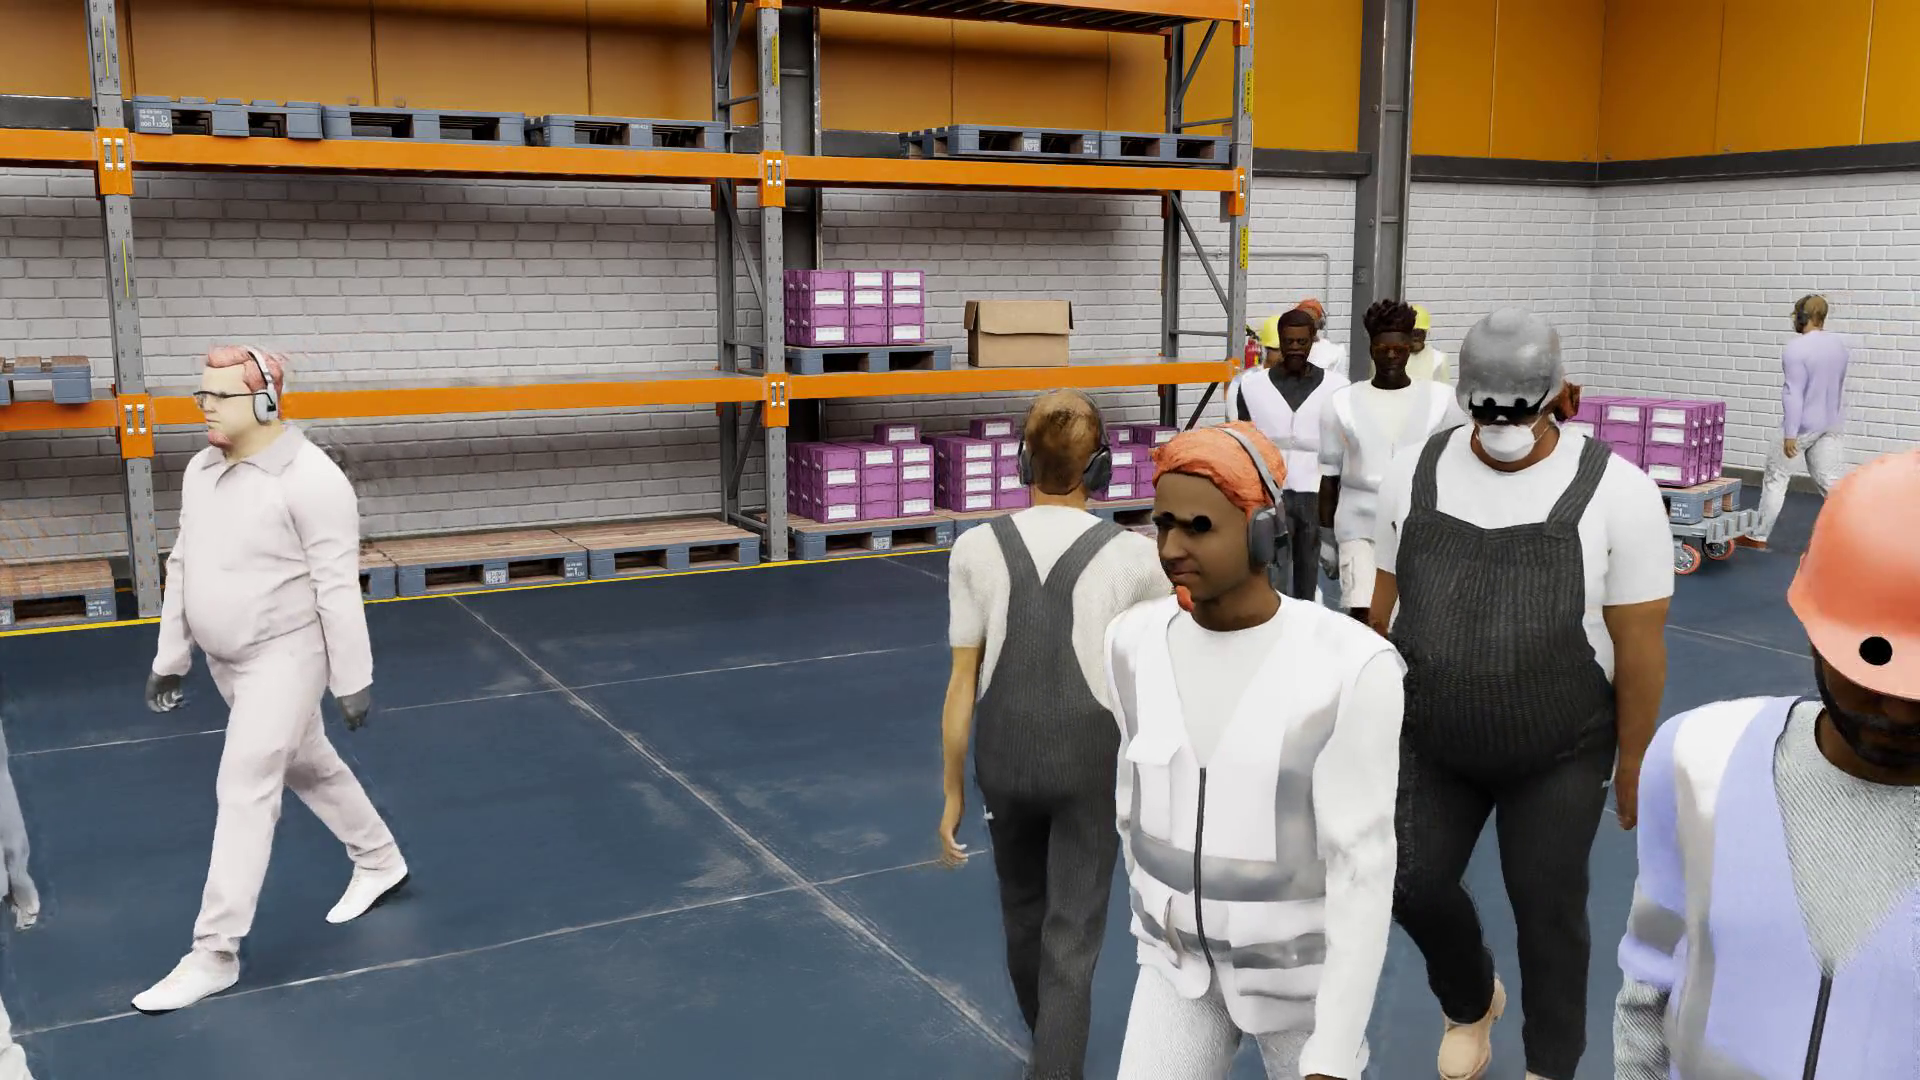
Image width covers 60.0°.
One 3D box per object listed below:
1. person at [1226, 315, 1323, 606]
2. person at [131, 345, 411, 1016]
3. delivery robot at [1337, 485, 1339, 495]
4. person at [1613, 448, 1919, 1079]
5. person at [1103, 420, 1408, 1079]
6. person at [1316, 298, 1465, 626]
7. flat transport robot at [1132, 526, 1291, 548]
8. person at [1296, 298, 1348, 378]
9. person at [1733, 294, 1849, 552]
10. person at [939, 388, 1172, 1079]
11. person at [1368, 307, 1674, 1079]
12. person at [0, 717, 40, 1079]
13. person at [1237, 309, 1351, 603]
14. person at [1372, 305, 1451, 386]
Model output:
[{"bbox_3d":[1.824,-0.358,9.389,0.599,1.793,0.869,-2,10,-12],"label":"person"},{"bbox_3d":[-2.050,0.346,4.950,0.648,1.859,1.006,7,11,35],"label":"person"},{"bbox_3d":[2.715,-0.385,13.058,0.707,0.478,0.477,-5,11,-30],"label":"delivery robot"},{"bbox_3d":[0.922,0.837,1.837,0.578,1.884,0.819,8,13,42],"label":"person"},{"bbox_3d":[0.490,0.713,2.785,0.583,1.842,0.981,7,12,37],"label":"person"},{"bbox_3d":[1.820,-0.051,7.069,0.626,1.950,0.701,2,9,11],"label":"person"},{"bbox_3d":[1.607,0.020,11.734,1.431,0.197,0.652,-6,11,-32],"label":"flat transport robot"},{"bbox_3d":[2.548,-0.858,12.286,0.585,1.856,0.873,3,10,15],"label":"person"},{"bbox_3d":[6.040,-0.795,11.804,0.655,1.892,1.013,-5,10,-27],"label":"person"},{"bbox_3d":[0.256,0.548,3.875,0.533,1.789,0.975,3,10,17],"label":"person"},{"bbox_3d":[1.278,0.415,3.944,0.720,2.000,0.541,6,11,32],"label":"person"},{"bbox_3d":[-2.118,0.747,3.270,0.829,1.592,0.543,-2,9,-10],"label":"person"},{"bbox_3d":[1.721,-0.252,8.568,0.606,1.868,1.036,2,9,10],"label":"person"},{"bbox_3d":[3.429,-0.900,12.729,0.598,1.801,0.832,0,9,2],"label":"person"}]
